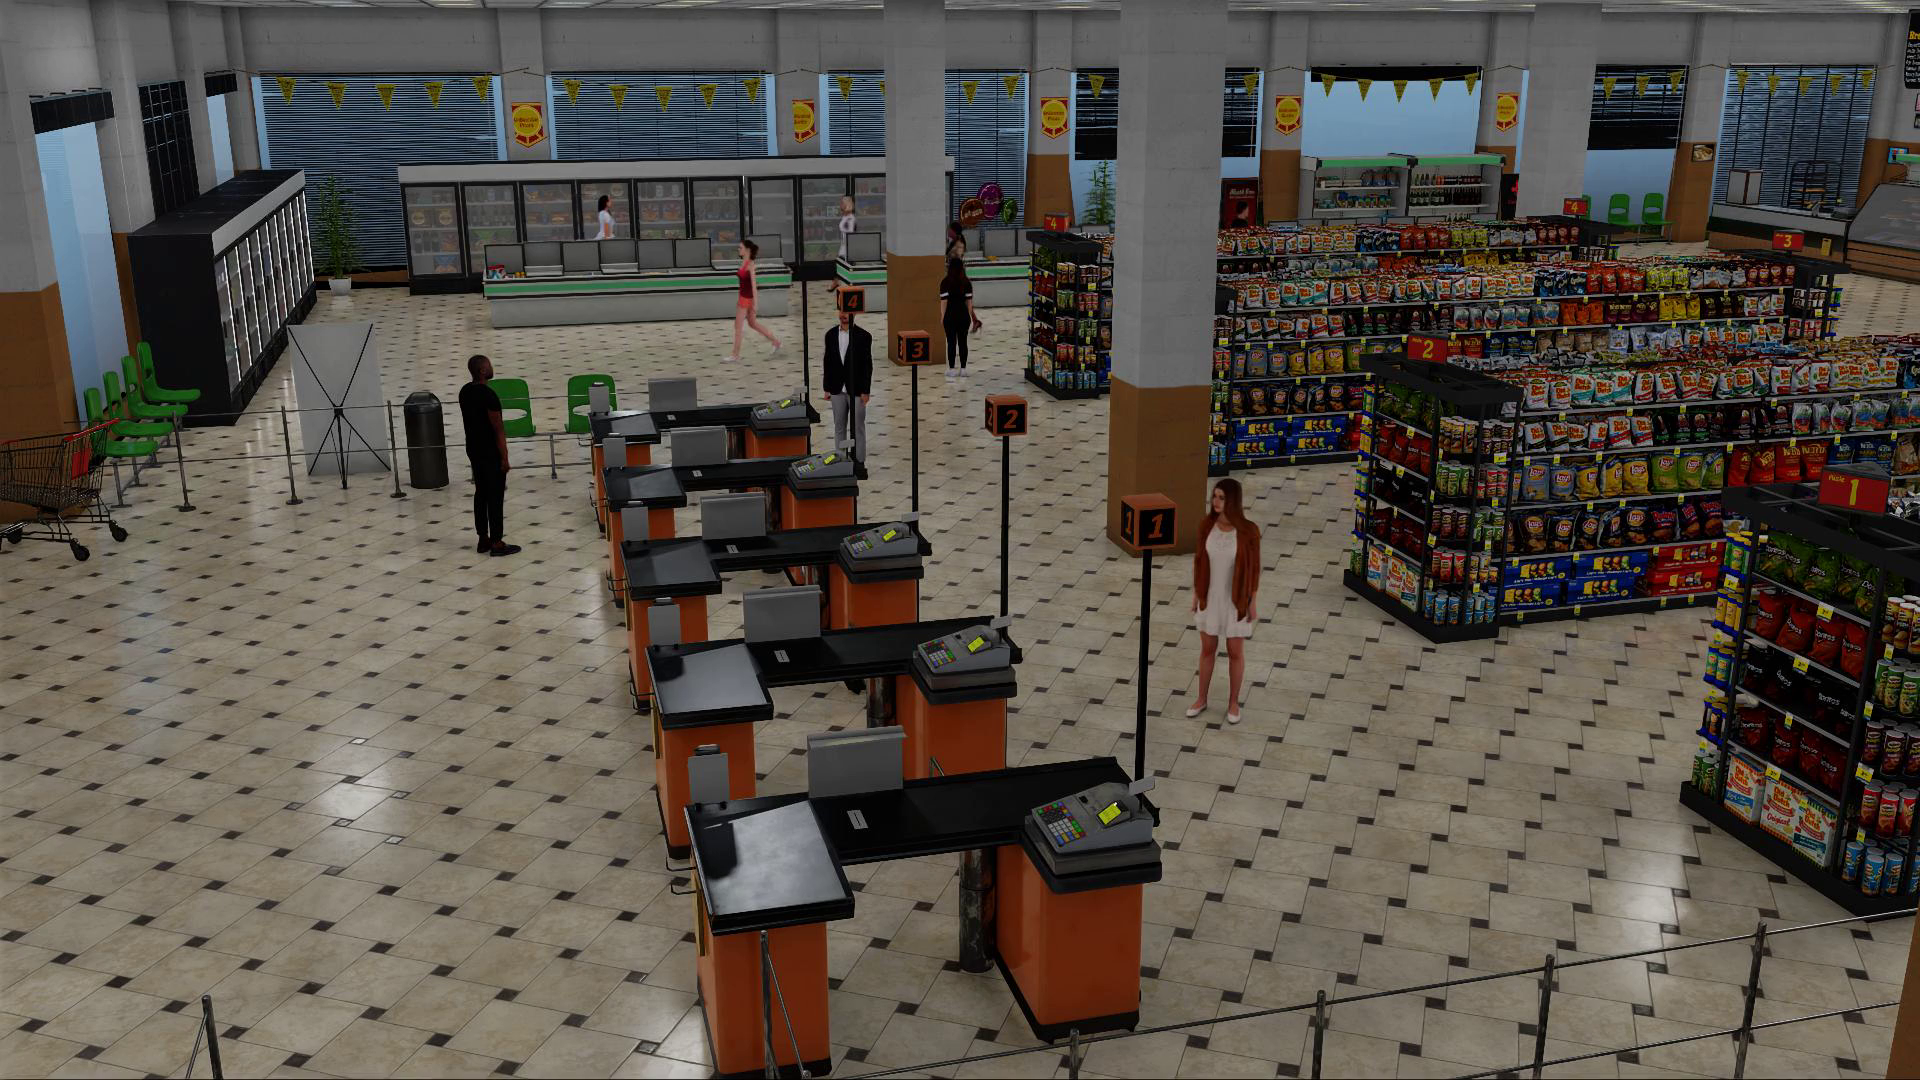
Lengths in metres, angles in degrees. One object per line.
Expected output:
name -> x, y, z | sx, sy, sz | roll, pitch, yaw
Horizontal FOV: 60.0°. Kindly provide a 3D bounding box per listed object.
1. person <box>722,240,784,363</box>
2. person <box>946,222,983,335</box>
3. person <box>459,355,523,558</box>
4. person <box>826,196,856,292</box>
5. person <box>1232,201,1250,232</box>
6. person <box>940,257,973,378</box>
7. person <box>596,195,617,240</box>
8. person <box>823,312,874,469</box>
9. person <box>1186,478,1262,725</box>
person -> -2.972, -3.425, 23.889 | 1.166, 1.714, 0.644 | -6, 18, -20
person -> 0.018, -3.998, 25.718 | 1.093, 1.748, 0.669 | -3, 17, -9
person -> -4.255, -0.764, 14.943 | 0.752, 1.820, 0.768 | 14, 22, 38
person -> -1.943, -5.332, 30.182 | 1.099, 1.706, 0.743 | -8, 19, -26
person -> 4.657, -4.806, 28.240 | 1.204, 1.829, 0.743 | -6, 18, -19
person -> -0.052, -3.062, 22.825 | 0.502, 1.637, 0.652 | -4, 17, -14
person -> -6.407, -5.222, 29.689 | 1.215, 1.783, 0.886 | -10, 20, -30
person -> -1.180, -1.646, 17.626 | 0.744, 1.950, 0.857 | 5, 18, 17
person -> 1.804, 0.390, 11.320 | 0.695, 1.717, 0.770 | 7, 18, 23
